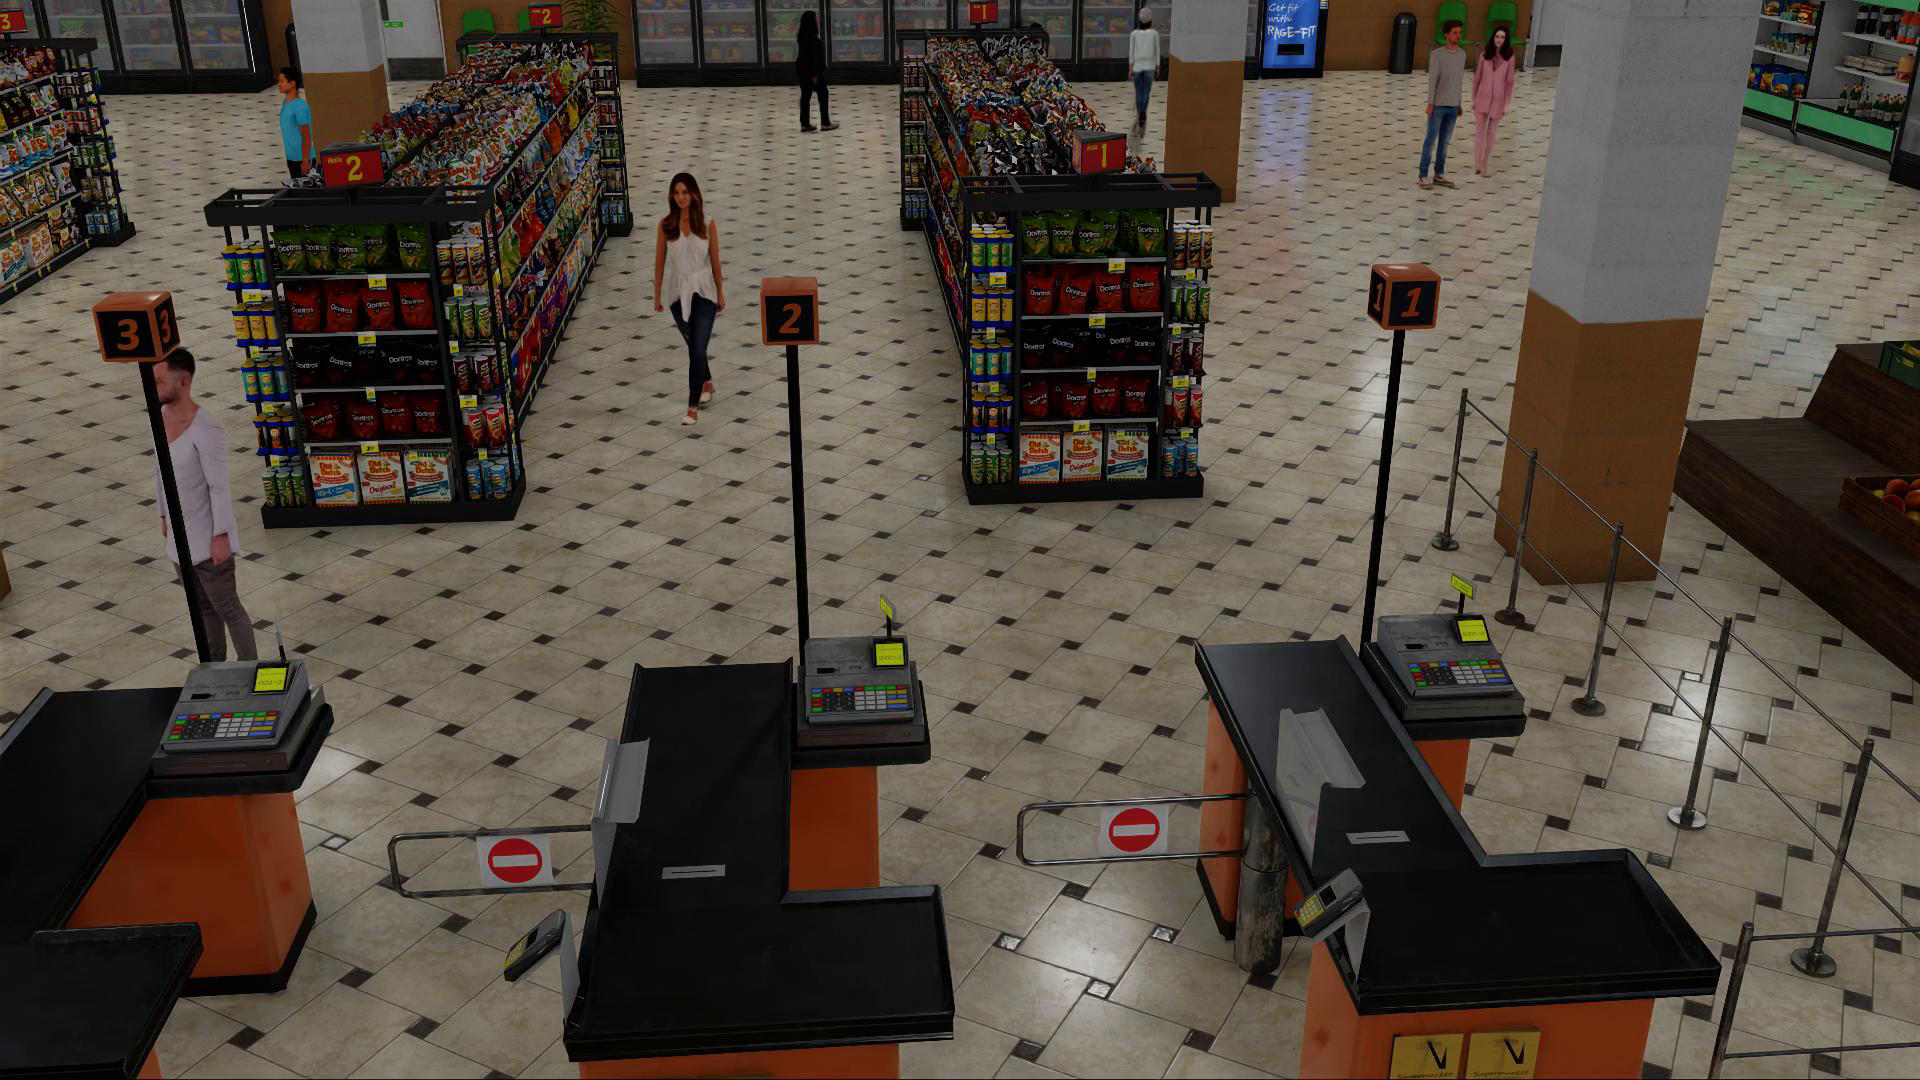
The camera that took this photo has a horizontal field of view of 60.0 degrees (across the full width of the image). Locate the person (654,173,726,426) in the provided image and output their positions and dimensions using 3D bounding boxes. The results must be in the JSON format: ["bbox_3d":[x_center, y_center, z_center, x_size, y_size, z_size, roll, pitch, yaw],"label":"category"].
[{"bbox_3d":[-1.904,-1.737,11.954,0.762,1.734,1.160,2,24,5],"label":"person"}]

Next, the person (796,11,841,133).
[{"bbox_3d":[-2.113,-6.383,22.738,0.911,1.599,0.861,-13,27,-28],"label":"person"}]

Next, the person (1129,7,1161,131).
[{"bbox_3d":[2.532,-6.472,22.925,0.745,1.615,1.136,3,24,7],"label":"person"}]

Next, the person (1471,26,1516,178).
[{"bbox_3d":[6.374,-5.238,19.936,0.938,1.748,1.222,8,25,19],"label":"person"}]

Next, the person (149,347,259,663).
[{"bbox_3d":[-3.655,-0.061,7.990,0.754,1.840,0.781,14,27,30],"label":"person"}]

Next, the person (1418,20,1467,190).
[{"bbox_3d":[5.626,-5.078,19.375,0.737,1.905,0.706,-10,26,-22],"label":"person"}]

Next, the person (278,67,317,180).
[{"bbox_3d":[-6.603,-3.835,16.695,0.751,1.777,0.658,-20,30,-37],"label":"person"}]
